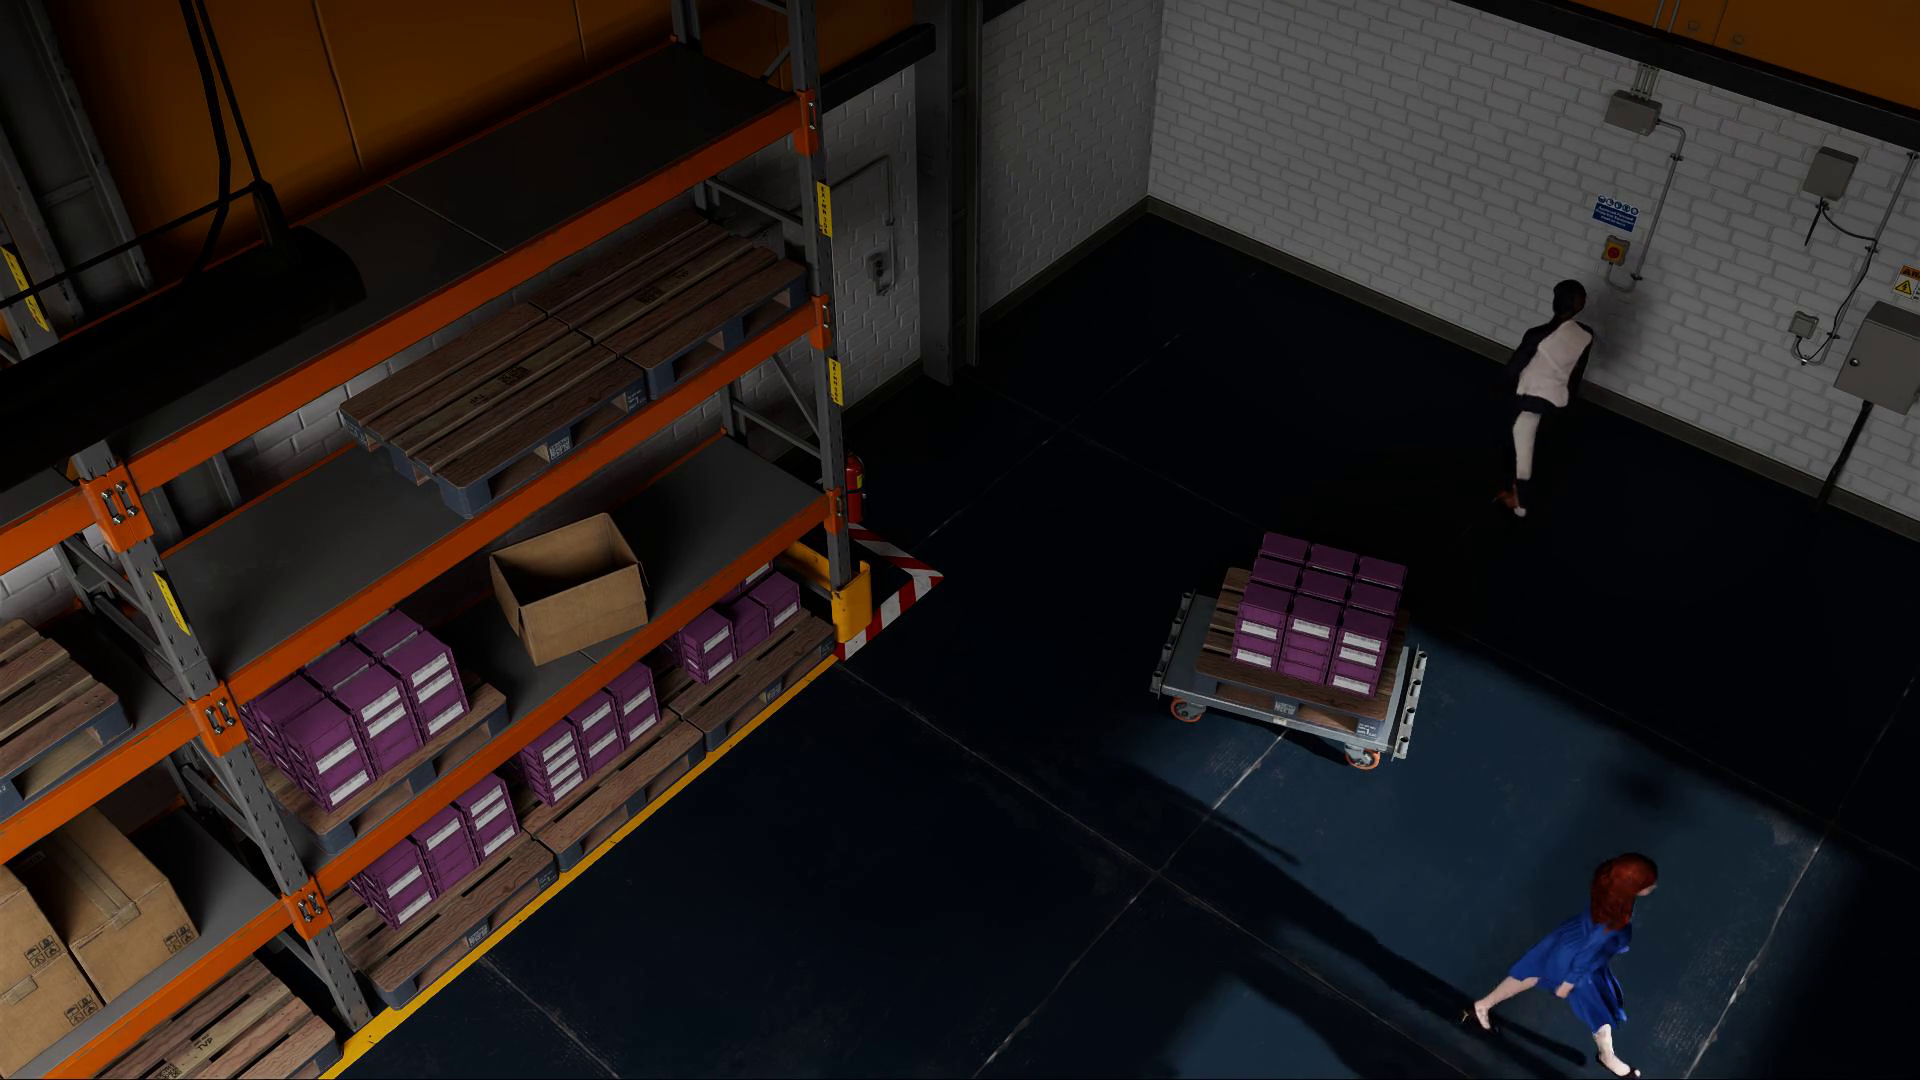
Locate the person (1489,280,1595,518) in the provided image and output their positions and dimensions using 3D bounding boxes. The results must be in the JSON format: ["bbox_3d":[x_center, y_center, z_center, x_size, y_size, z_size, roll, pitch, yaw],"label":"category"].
[{"bbox_3d":[4.154,-0.949,11.837,1.066,1.862,1.080,-11,45,-11],"label":"person"}]

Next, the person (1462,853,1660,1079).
[{"bbox_3d":[3.110,2.163,8.643,0.968,1.762,1.198,14,45,14],"label":"person"}]
